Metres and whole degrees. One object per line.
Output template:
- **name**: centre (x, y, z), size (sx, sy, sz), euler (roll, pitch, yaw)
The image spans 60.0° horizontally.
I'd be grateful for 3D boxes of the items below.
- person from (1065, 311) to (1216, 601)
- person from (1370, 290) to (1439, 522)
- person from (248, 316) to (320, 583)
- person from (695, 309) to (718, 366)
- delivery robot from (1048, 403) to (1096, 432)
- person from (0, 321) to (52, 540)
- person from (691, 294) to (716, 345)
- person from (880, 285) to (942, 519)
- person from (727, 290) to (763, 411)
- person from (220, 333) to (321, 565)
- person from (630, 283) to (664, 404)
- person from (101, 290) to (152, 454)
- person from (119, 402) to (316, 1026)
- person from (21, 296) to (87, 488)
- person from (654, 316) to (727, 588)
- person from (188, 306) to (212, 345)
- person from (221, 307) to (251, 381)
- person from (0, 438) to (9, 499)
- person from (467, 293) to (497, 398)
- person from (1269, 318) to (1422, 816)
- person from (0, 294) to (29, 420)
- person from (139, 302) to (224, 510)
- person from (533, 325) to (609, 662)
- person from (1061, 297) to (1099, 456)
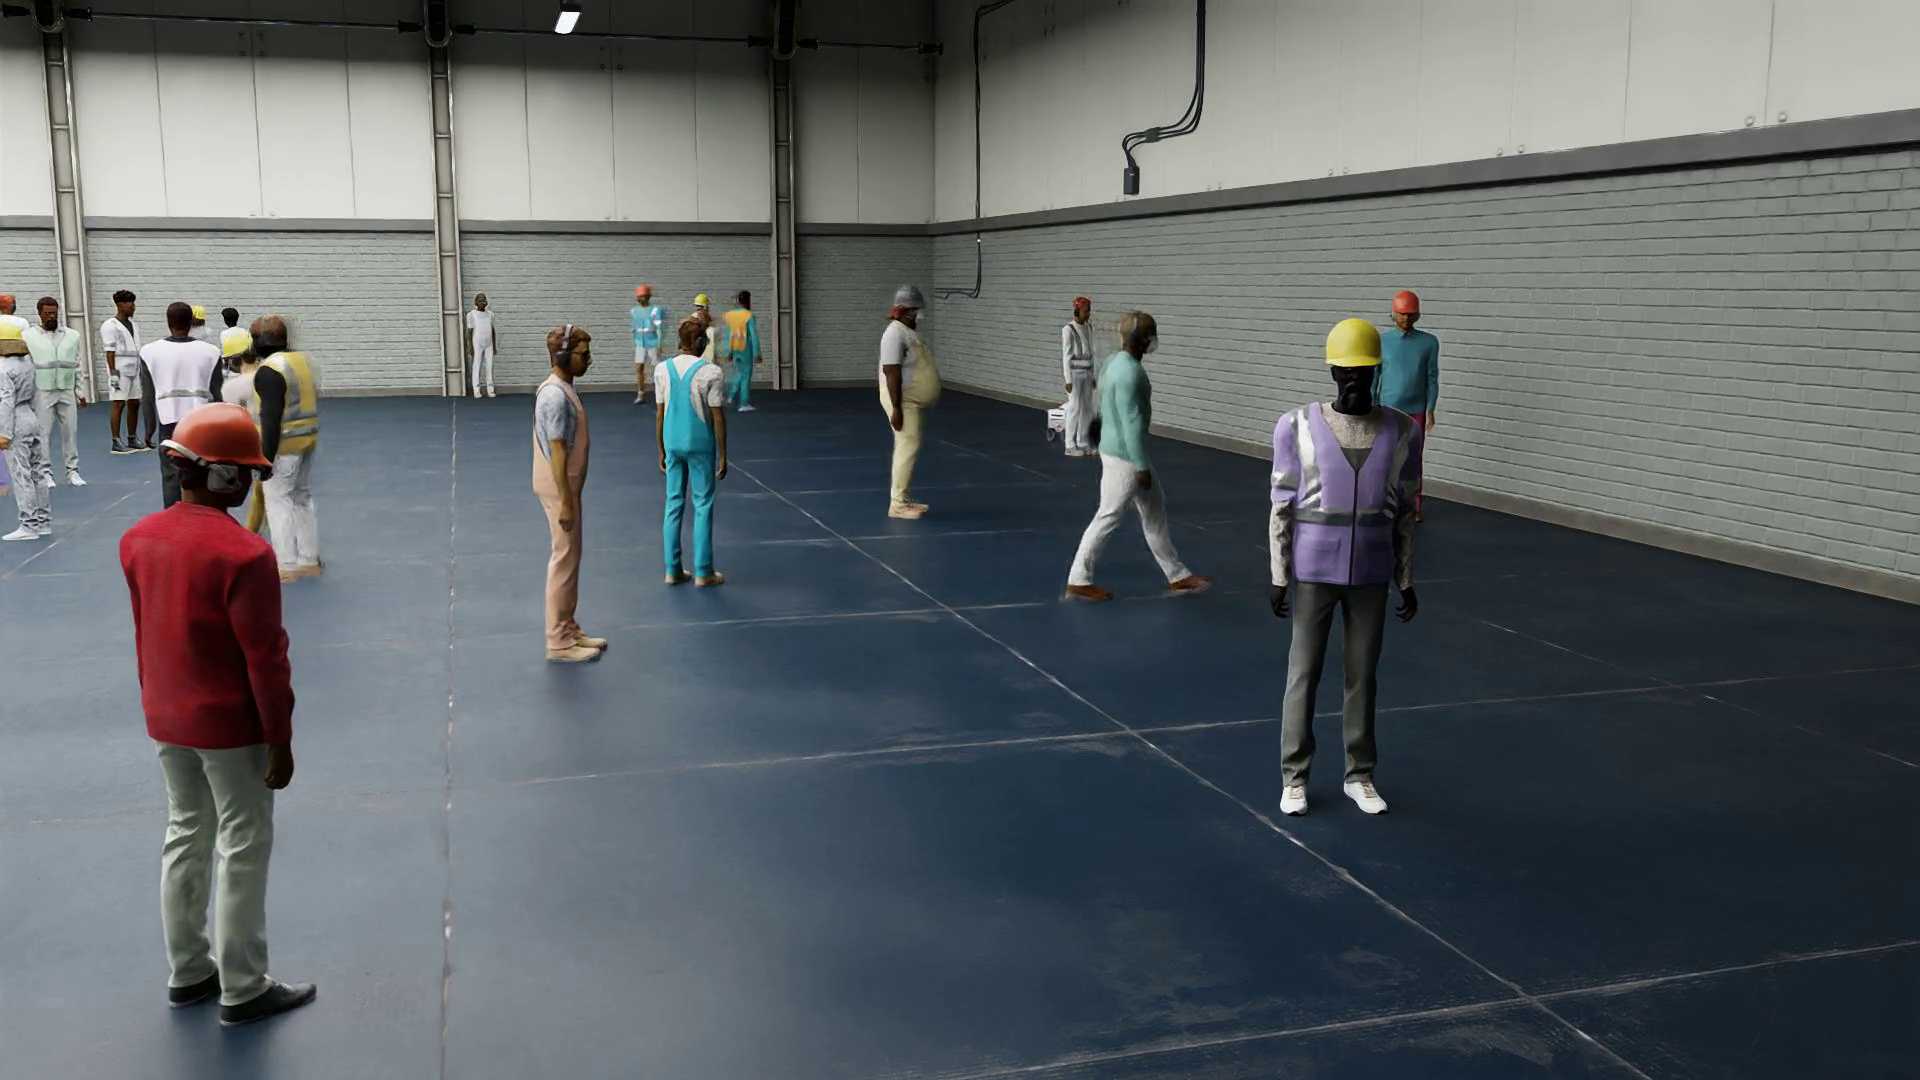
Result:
- **person**: centre (1.146, -0.525, 10.699), size (0.982, 1.874, 0.648), euler (1, 9, 8)
- **person**: centre (3.776, -1.132, 14.229), size (0.607, 1.987, 0.410), euler (1, 9, 4)
- **person**: centre (-4.682, -0.606, 11.412), size (0.507, 1.832, 0.664), euler (0, 9, -2)
- **person**: centre (-3.905, -2.744, 25.675), size (0.500, 1.617, 0.352), euler (9, 12, 43)
- **delivery robot**: centre (1.445, -1.593, 21.392), size (0.477, 0.478, 0.707), euler (7, 11, 38)
- **person**: centre (-7.558, -0.872, 13.318), size (0.318, 1.742, 0.492), euler (-1, 9, -4)
- **person**: centre (-4.280, -3.186, 27.779), size (0.404, 1.837, 0.593), euler (-6, 11, -34)
- **person**: centre (-0.422, -1.219, 14.581), size (0.535, 2.000, 0.719), euler (2, 9, 11)
- **person**: centre (-3.415, -2.979, 26.270), size (0.446, 1.903, 0.596), euler (-9, 12, -44)
- **person**: centre (-5.014, -0.638, 11.968), size (0.934, 1.686, 0.522), euler (3, 9, 17)
- **person**: centre (-5.234, -3.296, 27.931), size (0.617, 2.017, 0.836), euler (2, 9, 10)
- **person**: centre (-9.992, -2.013, 19.928), size (0.374, 1.958, 0.607), euler (1, 9, 8)
- **person**: centre (-2.062, 0.486, 4.672), size (0.573, 1.739, 0.351), euler (5, 10, 27)
- **person**: centre (-9.071, -1.474, 16.645), size (0.393, 1.911, 0.583), euler (7, 11, 38)
- **person**: centre (-1.804, -0.587, 11.224), size (0.516, 1.835, 0.357), euler (3, 9, 16)
- **person**: centre (-11.161, -2.561, 24.223), size (0.619, 1.698, 0.433), euler (1, 9, 4)
- **person**: centre (-10.018, -2.368, 23.025), size (0.321, 1.692, 0.529), euler (2, 9, 13)
- **person**: centre (-9.221, -1.293, 15.687), size (0.327, 1.842, 0.516), euler (-8, 12, -42)
- **person**: centre (-8.358, -3.390, 29.102), size (0.501, 1.839, 0.341), euler (-7, 12, -40)
- **person**: centre (1.490, 0.113, 6.445), size (0.584, 1.929, 0.371), euler (0, 9, -1)
- **person**: centre (-12.558, -2.308, 22.036), size (0.577, 1.883, 0.353), euler (-1, 9, -5)
- **person**: centre (-6.021, -0.891, 12.937), size (0.597, 1.907, 0.410), euler (-5, 10, -30)
- **person**: centre (-2.127, -0.243, 9.035), size (0.364, 1.835, 0.511), euler (-2, 9, -10)
- **person**: centre (1.410, -1.922, 19.602), size (0.371, 1.876, 0.601), euler (6, 11, 35)
